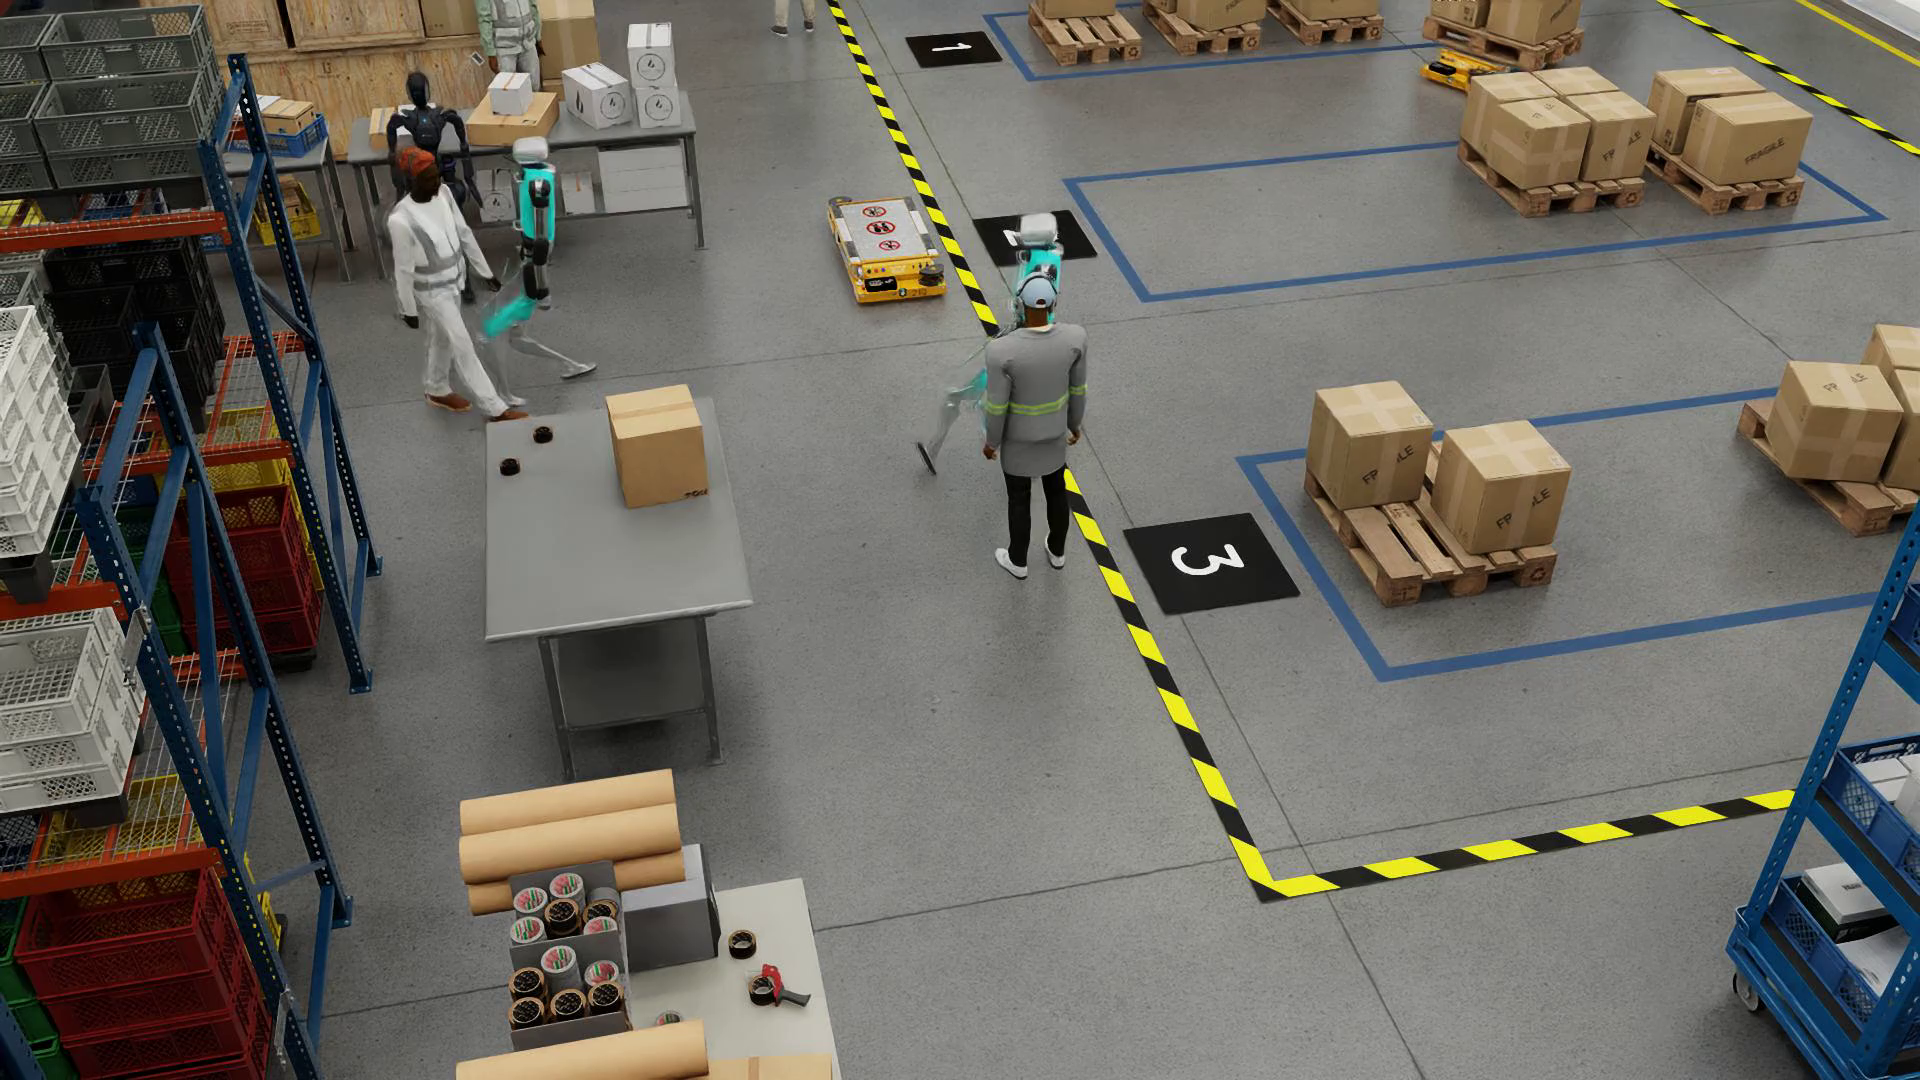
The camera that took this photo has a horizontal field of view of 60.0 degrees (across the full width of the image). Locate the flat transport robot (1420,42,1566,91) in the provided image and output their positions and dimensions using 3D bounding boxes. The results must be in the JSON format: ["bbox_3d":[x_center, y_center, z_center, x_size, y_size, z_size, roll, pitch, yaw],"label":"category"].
[{"bbox_3d":[5.035,-4.544,15.638,1.431,0.197,0.652,-28,45,-32],"label":"flat transport robot"}]

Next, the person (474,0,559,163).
[{"bbox_3d":[-3.651,-4.064,13.621,0.413,1.939,0.607,24,43,29],"label":"person"}]

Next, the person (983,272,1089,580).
[{"bbox_3d":[0.393,-0.622,9.062,0.593,1.851,0.398,-13,38,-16],"label":"person"}]

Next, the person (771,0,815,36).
[{"bbox_3d":[-1.661,-5.765,16.044,0.563,1.770,0.396,-15,39,-19],"label":"person"}]

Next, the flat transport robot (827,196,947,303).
[{"bbox_3d":[-0.570,-2.220,12.538,0.659,0.231,1.431,-8,37,-10],"label":"flat transport robot"}]

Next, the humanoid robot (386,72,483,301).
[{"bbox_3d":[-3.735,-2.536,11.821,0.610,1.624,0.787,-12,38,-16],"label":"humanoid robot"}]

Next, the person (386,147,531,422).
[{"bbox_3d":[-3.121,-1.542,10.298,0.849,1.850,0.583,9,38,12],"label":"person"}]

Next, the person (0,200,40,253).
[{"bbox_3d":[-5.338,-1.200,9.855,0.404,1.834,0.590,28,45,32],"label":"person"}]

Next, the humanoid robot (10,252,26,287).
[{"bbox_3d":[-5.409,-0.841,9.397,0.674,1.733,0.535,-6,37,-8],"label":"humanoid robot"}]

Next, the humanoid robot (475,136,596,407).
[{"bbox_3d":[-2.877,-1.664,10.604,0.926,1.771,0.578,-11,38,-15],"label":"humanoid robot"}]

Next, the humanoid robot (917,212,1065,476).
[{"bbox_3d":[0.119,-1.081,9.795,0.955,1.764,0.544,-1,37,-1],"label":"humanoid robot"}]
